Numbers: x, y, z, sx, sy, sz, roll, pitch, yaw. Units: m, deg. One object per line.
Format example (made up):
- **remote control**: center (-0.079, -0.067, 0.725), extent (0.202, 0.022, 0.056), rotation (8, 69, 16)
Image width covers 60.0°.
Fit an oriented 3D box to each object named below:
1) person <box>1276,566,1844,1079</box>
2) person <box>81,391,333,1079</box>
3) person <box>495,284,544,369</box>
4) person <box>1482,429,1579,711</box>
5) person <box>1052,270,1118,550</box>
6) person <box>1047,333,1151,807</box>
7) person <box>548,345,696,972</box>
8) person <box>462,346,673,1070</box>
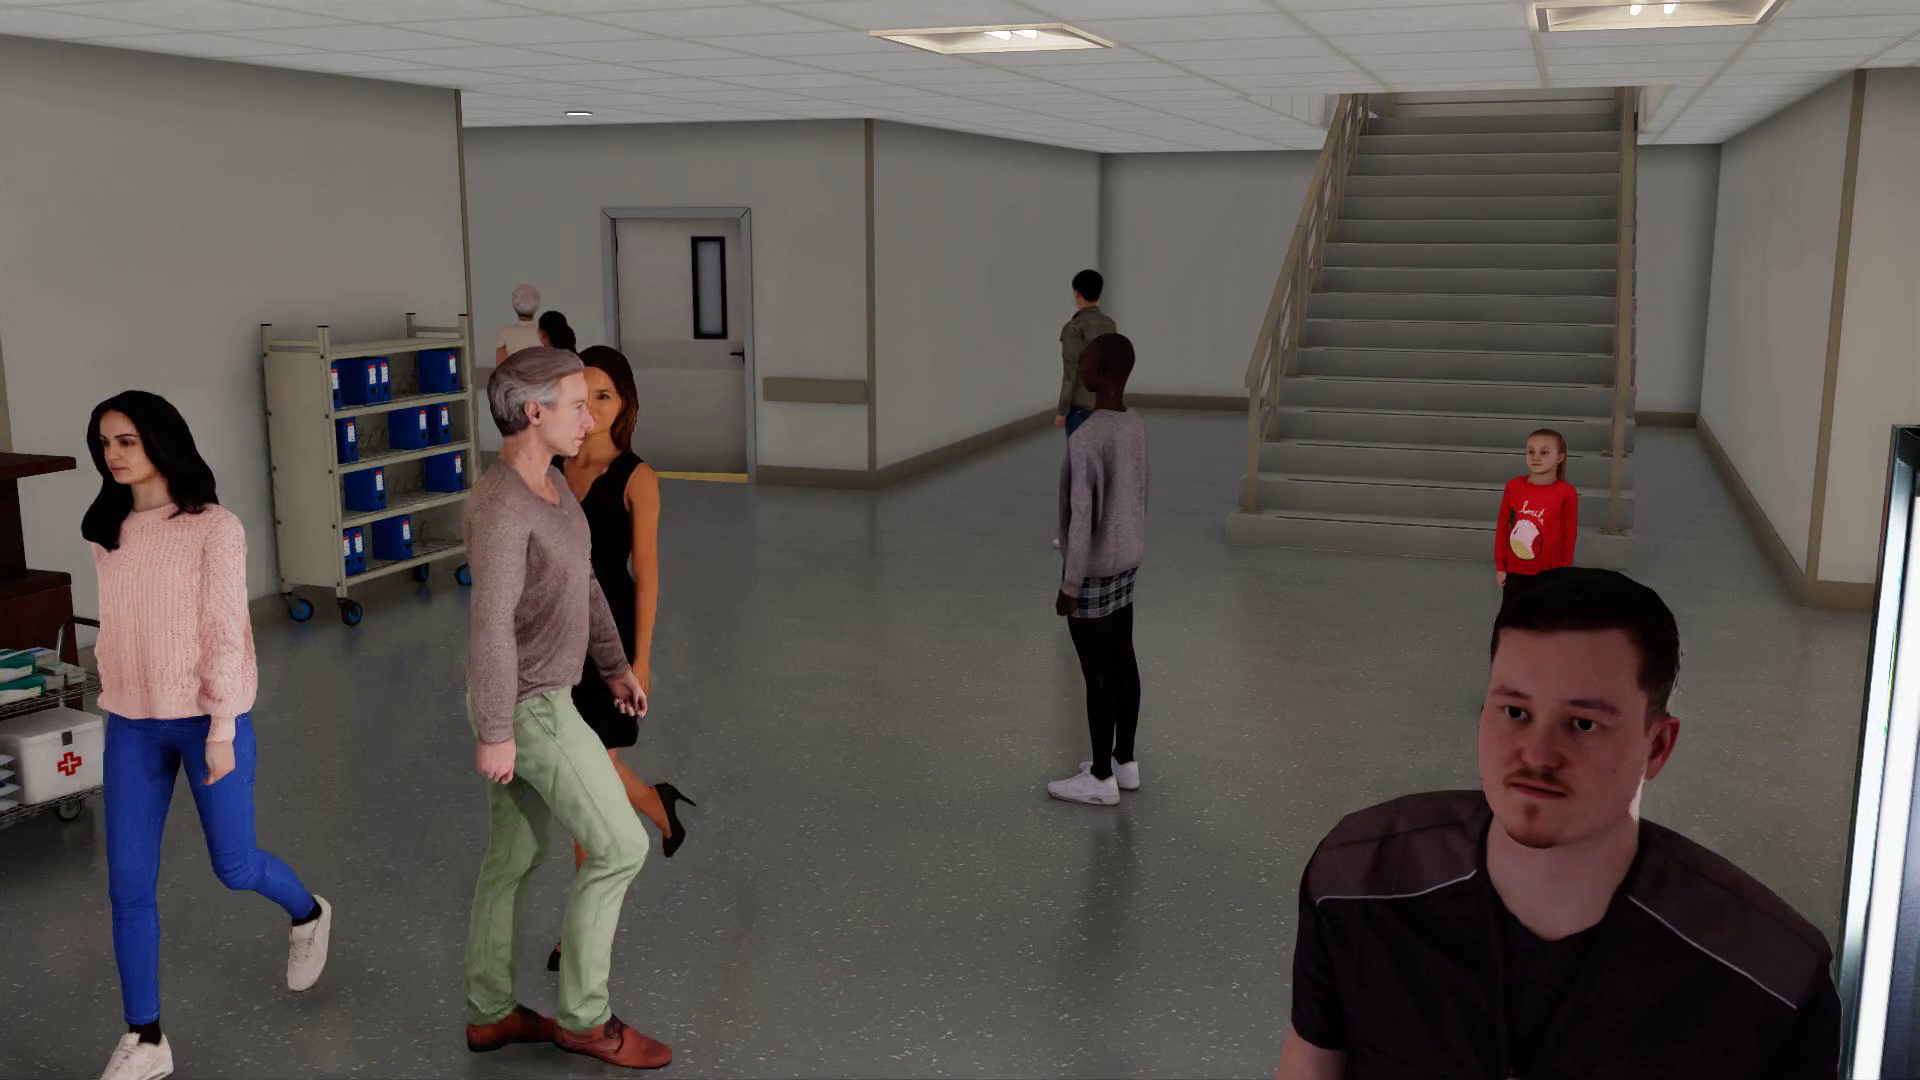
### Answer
- **person**: center (0.614, 0.922, 1.827), extent (0.836, 1.823, 1.015), rotation (6, 12, 27)
- **person**: center (-1.939, 0.495, 4.298), extent (0.733, 1.740, 1.110), rotation (2, 11, 12)
- **person**: center (-2.980, -0.887, 11.543), extent (0.712, 1.754, 0.748), rotation (-4, 11, -19)
- **person**: center (2.552, 0.141, 7.392), extent (0.529, 1.281, 0.552), rotation (6, 13, 31)
- **person**: center (0.866, -0.860, 11.096), extent (0.836, 1.868, 0.663), rotation (9, 14, 39)
- **person**: center (0.551, 0.106, 6.261), extent (0.721, 1.771, 0.548), rotation (7, 13, 32)
- **person**: center (-1.013, 0.351, 4.853), extent (0.626, 1.816, 0.849), rotation (5, 12, 24)
- **person**: center (-1.179, 0.457, 4.219), extent (0.913, 1.844, 0.861), rotation (-2, 11, -9)
